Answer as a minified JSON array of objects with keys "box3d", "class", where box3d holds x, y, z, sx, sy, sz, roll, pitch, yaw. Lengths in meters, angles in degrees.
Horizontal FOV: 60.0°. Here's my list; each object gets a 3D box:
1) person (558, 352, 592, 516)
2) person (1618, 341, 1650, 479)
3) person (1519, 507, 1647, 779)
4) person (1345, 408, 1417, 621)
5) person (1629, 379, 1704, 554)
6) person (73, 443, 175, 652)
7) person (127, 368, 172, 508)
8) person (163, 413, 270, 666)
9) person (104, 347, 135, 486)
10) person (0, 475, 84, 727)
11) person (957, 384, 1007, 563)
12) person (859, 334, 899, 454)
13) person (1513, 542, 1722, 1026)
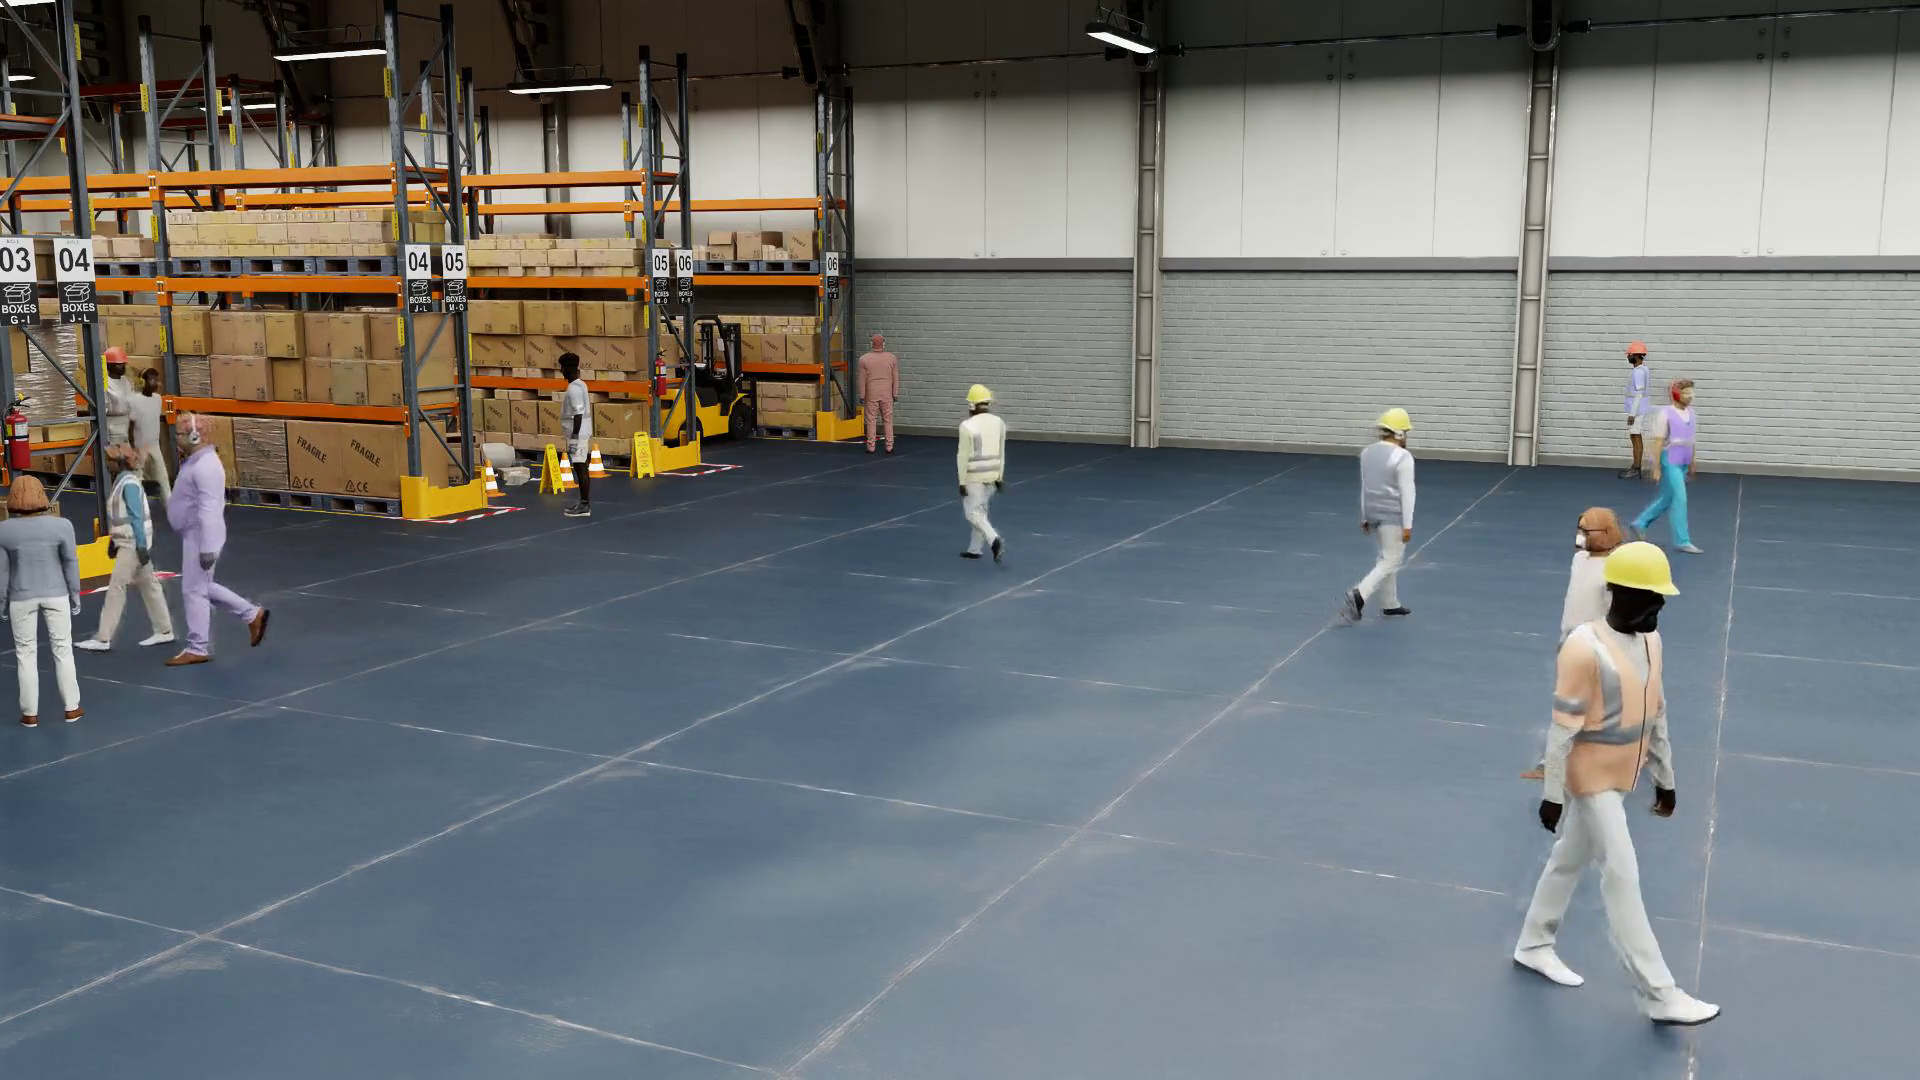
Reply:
[{"box3d":[-4.595,-1.261,19.893,0.375,1.959,0.600,-1,9,-8],"class":"person"},{"box3d":[9.487,-1.822,23.392,0.362,1.939,0.542,5,10,27],"class":"person"},{"box3d":[3.703,0.598,9.623,0.840,1.605,0.504,0,9,-2],"class":"person"},{"box3d":[3.513,-0.196,13.856,0.739,1.809,0.598,-4,10,-26],"class":"person"},{"box3d":[7.455,-0.794,17.478,0.571,1.822,0.857,-7,11,-35],"class":"person"},{"box3d":[-6.516,0.062,12.837,0.790,1.600,0.548,-6,11,-31],"class":"person"},{"box3d":[-9.305,-1.059,19.123,0.804,1.816,0.564,4,10,21],"class":"person"},{"box3d":[-5.624,-0.014,12.462,0.703,1.886,0.645,-5,10,-27],"class":"person"},{"box3d":[-9.968,-1.276,19.761,0.404,2.038,0.604,2,9,11],"class":"person"},{"box3d":[-5.956,0.391,10.751,0.499,1.636,0.286,-5,11,-29],"class":"person"},{"box3d":[0.235,-0.643,16.561,0.599,1.812,0.710,-8,12,-42],"class":"person"},{"box3d":[-1.304,-2.328,26.597,0.643,1.909,0.410,-2,9,-10],"class":"person"},{"box3d":[2.649,0.945,6.575,0.604,1.880,0.989,-8,12,-41],"class":"person"}]
